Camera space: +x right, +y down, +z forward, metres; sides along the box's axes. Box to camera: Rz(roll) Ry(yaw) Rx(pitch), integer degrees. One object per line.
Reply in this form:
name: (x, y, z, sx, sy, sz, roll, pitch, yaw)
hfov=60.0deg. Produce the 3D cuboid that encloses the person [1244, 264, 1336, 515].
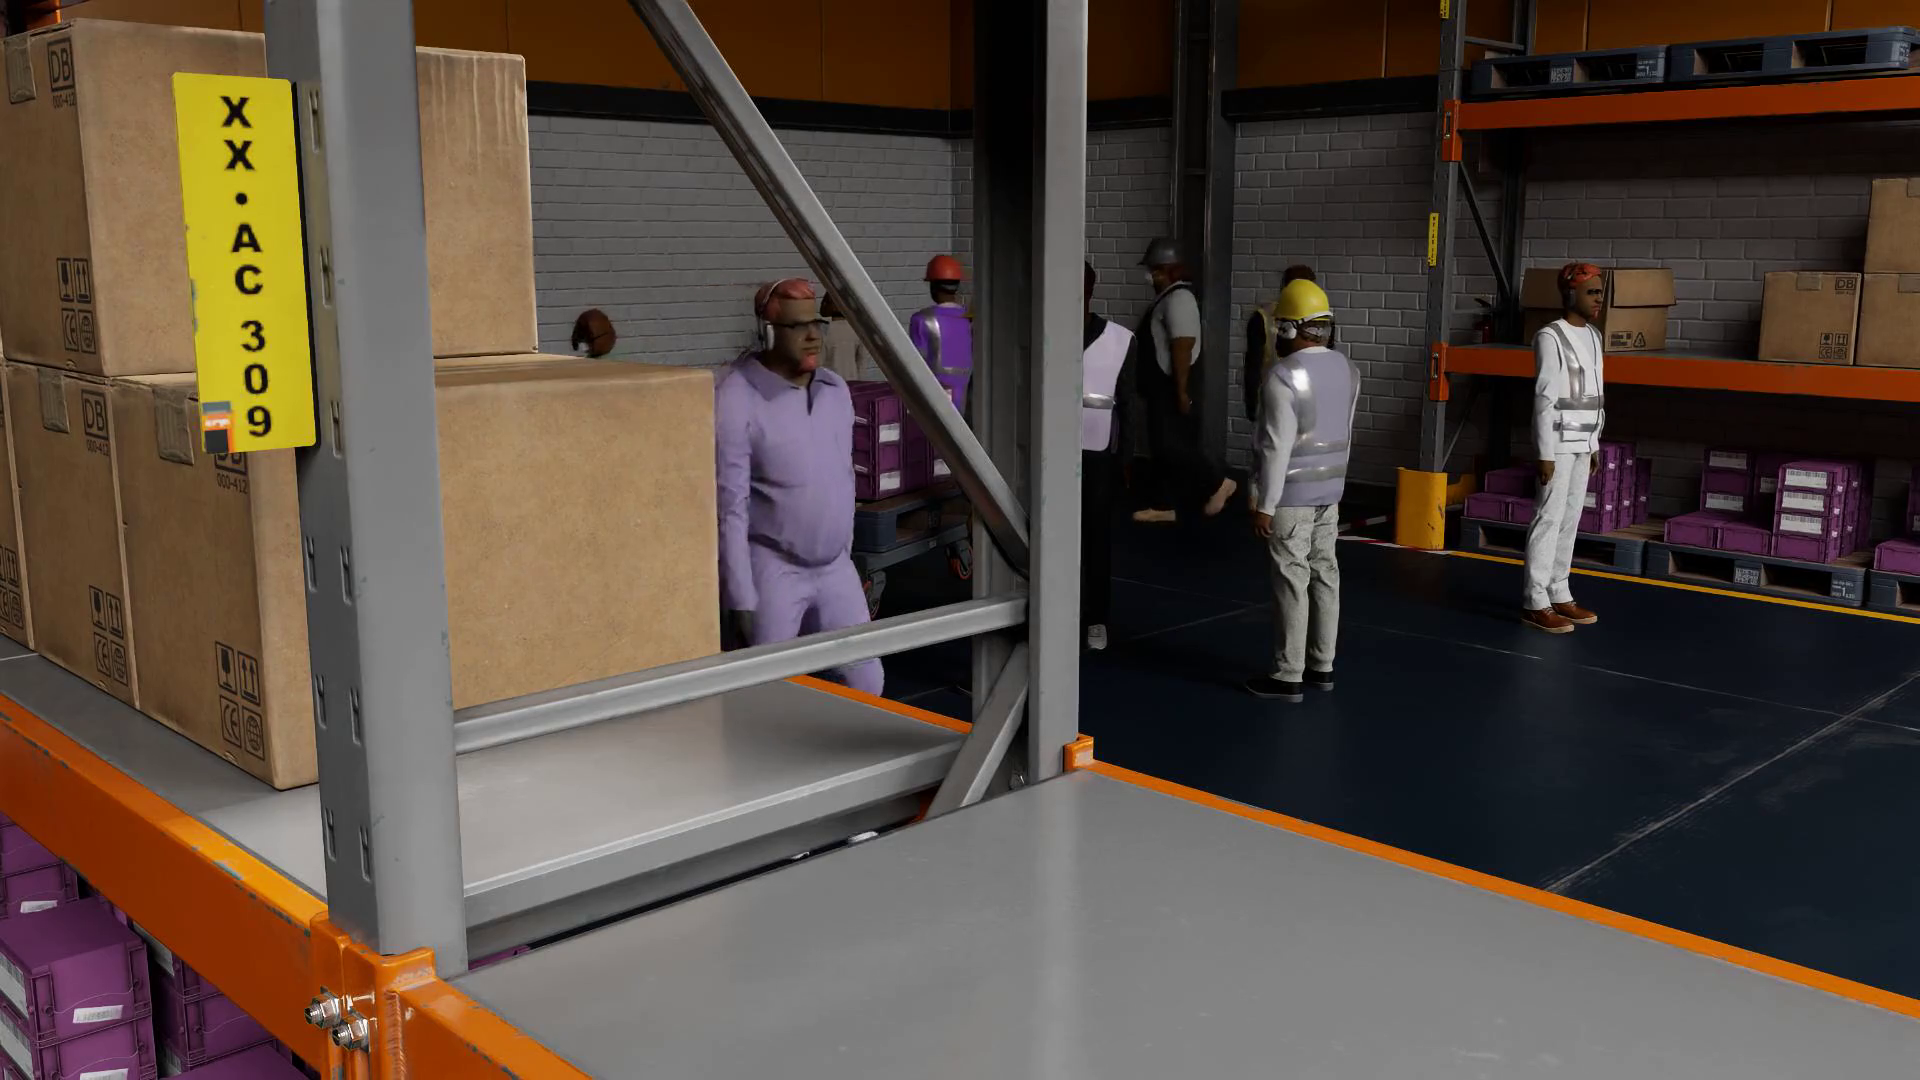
person: (2.245, -0.969, 11.410, 0.644, 1.830, 0.569, -2, 11, -12)

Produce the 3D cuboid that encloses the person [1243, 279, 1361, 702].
person: (1.471, -0.211, 7.260, 0.586, 1.835, 0.404, -9, 14, -42)

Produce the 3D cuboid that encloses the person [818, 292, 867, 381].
person: (-0.939, -1.139, 12.866, 0.499, 1.634, 0.280, -8, 13, -36)

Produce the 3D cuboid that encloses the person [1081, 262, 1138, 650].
person: (0.568, -0.419, 8.176, 0.594, 1.912, 0.376, 3, 11, 16)

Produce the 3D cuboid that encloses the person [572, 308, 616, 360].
person: (-2.096, -0.545, 9.744, 0.286, 1.595, 0.657, -2, 11, -13)

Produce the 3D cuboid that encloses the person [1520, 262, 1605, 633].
person: (3.122, -0.474, 8.554, 0.343, 1.882, 0.585, 10, 14, 43)

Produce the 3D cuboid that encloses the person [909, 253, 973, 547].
person: (-0.060, -0.907, 10.860, 0.549, 1.913, 0.893, -7, 13, -34)

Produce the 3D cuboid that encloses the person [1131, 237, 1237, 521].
person: (1.514, -1.110, 11.599, 0.706, 2.000, 0.701, 1, 10, 3)

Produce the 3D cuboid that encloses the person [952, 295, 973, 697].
person: (0.166, -0.220, 7.310, 0.404, 1.830, 0.599, 4, 11, 22)

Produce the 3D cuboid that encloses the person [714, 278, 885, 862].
person: (-0.494, 0.119, 5.311, 0.591, 1.885, 0.669, 9, 14, 40)
